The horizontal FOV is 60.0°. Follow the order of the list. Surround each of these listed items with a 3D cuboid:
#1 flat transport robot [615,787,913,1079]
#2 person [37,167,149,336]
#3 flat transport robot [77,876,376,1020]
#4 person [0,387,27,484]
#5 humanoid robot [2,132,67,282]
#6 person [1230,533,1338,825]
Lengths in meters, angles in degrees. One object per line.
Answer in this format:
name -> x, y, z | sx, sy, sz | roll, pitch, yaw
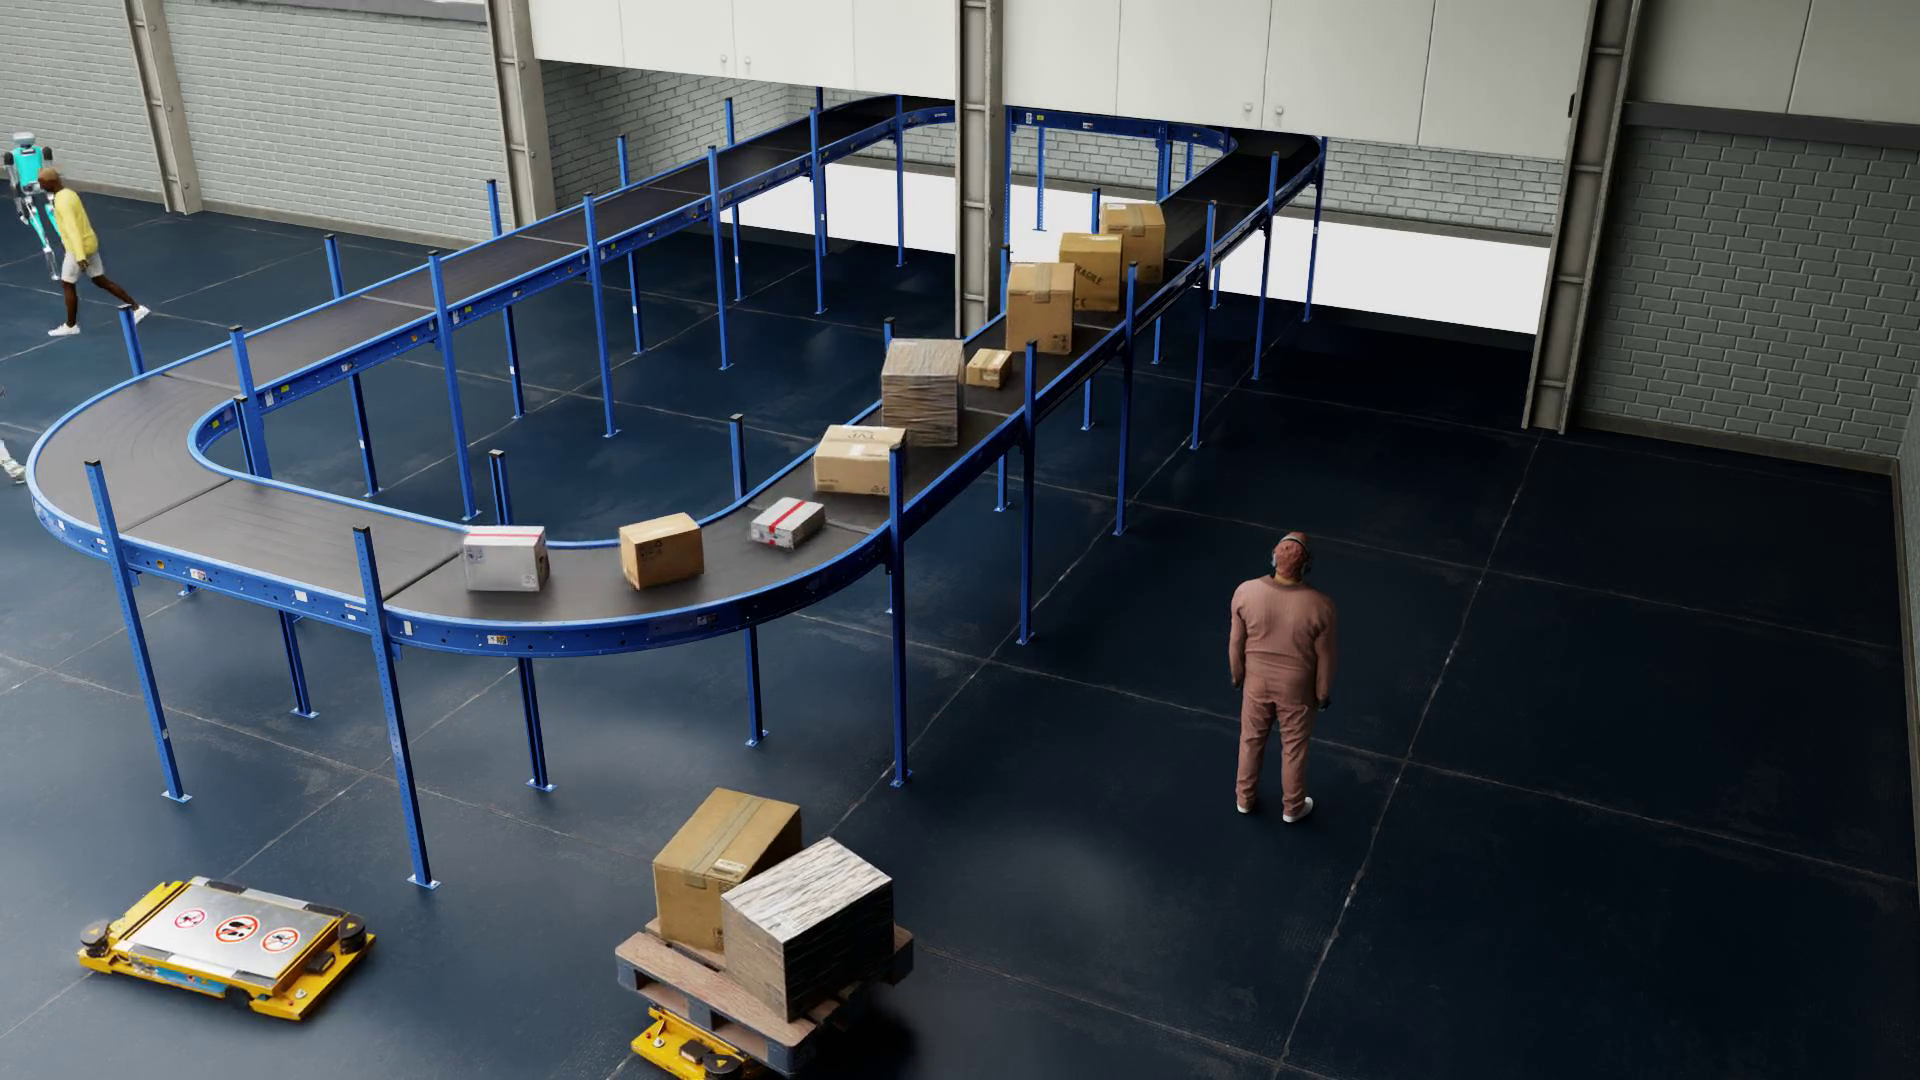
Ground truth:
flat transport robot -> -1.002, 2.342, 8.757 | 0.659, 0.231, 1.431 | 17, 31, 31
person -> -9.513, -3.150, 18.059 | 0.987, 1.840, 0.629 | -7, 27, -14
flat transport robot -> -3.993, 2.194, 9.055 | 1.431, 0.231, 0.659 | 8, 28, 16
person -> -8.545, -1.293, 14.450 | 0.848, 1.712, 0.578 | -5, 27, -10
humanoid robot -> -10.788, -3.854, 19.627 | 0.540, 1.832, 0.662 | -22, 34, -37
person -> 1.927, 0.832, 9.959 | 0.640, 1.908, 0.414 | 11, 29, 22
